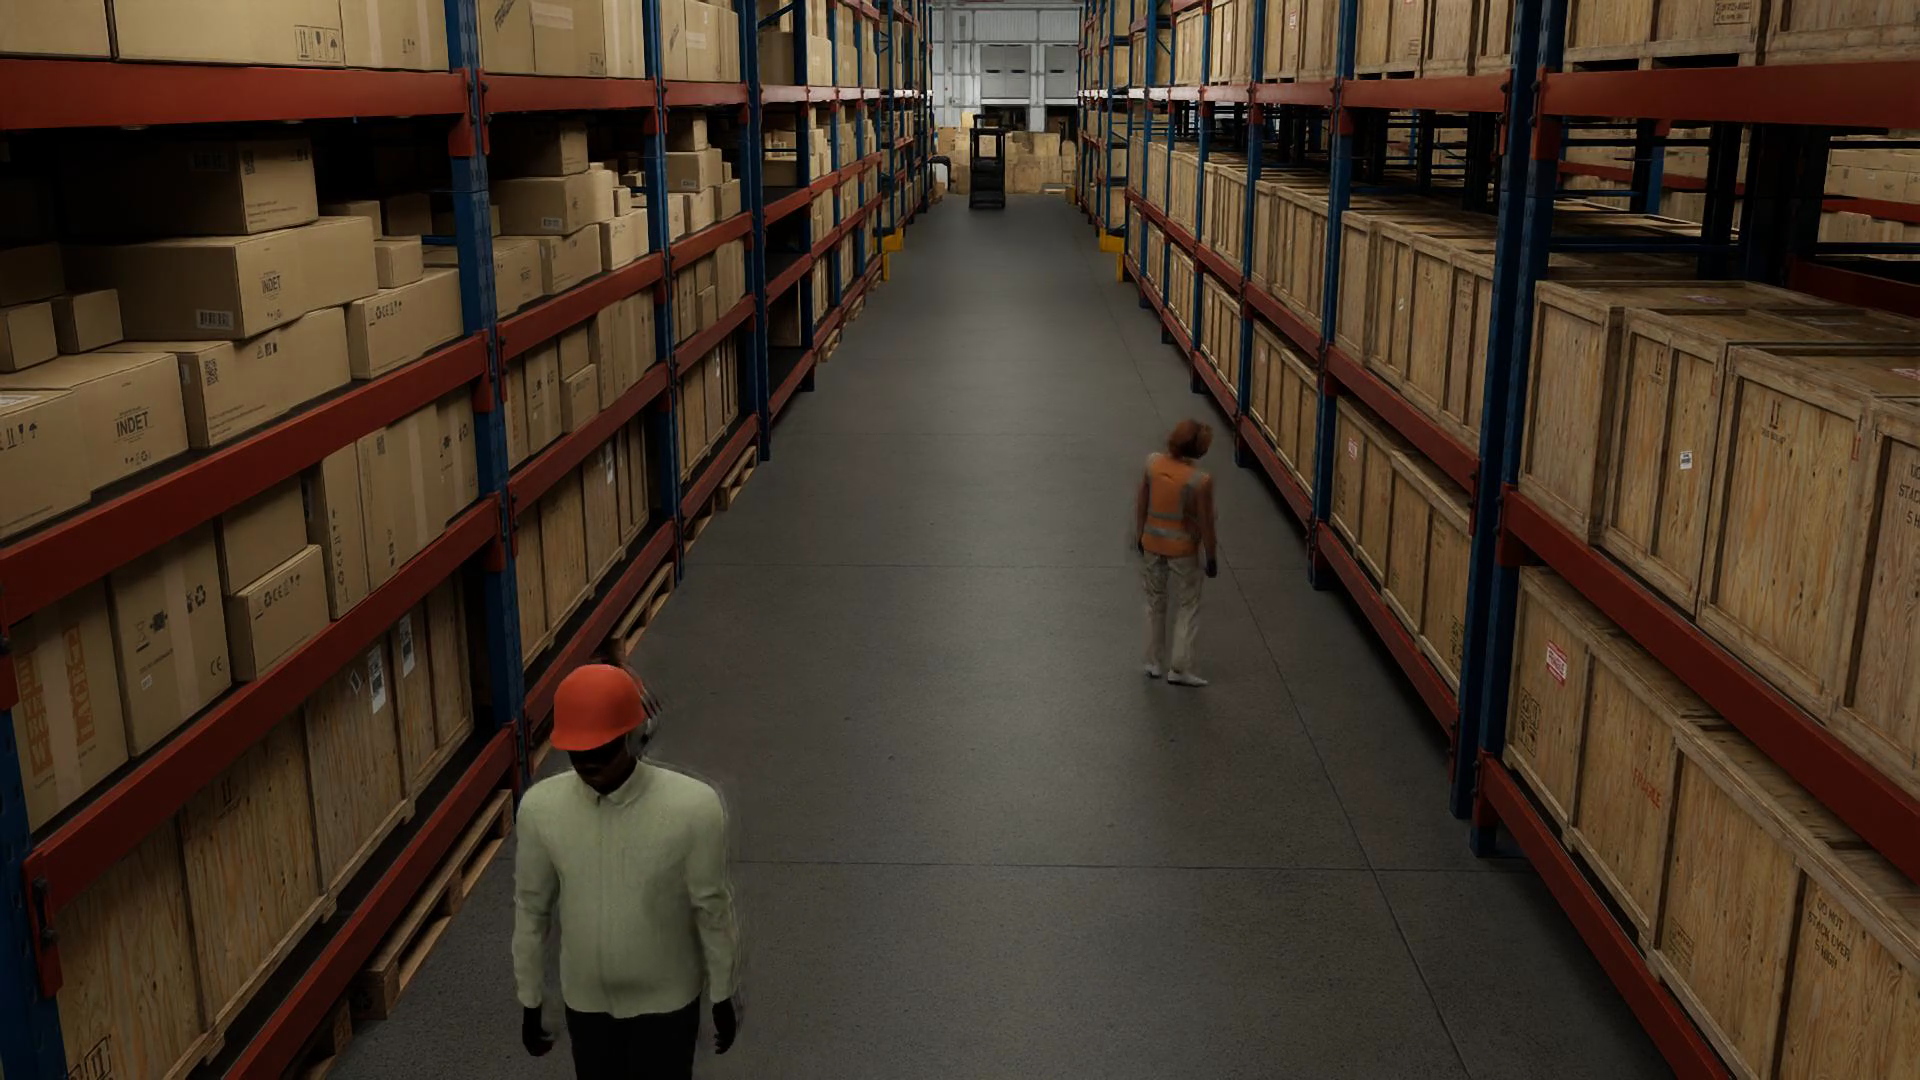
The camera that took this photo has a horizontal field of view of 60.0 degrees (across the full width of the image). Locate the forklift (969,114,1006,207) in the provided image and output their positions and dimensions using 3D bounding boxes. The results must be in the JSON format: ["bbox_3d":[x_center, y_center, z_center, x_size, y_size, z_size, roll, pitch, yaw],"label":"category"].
[{"bbox_3d":[0.869,-11.902,52.076,1.129,2.768,1.873,0,15,2],"label":"forklift"}]

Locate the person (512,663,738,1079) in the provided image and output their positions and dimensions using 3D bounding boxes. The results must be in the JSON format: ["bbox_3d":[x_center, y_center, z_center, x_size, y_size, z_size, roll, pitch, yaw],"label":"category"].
[{"bbox_3d":[-0.958,1.285,4.723,0.638,1.974,0.443,2,15,9],"label":"person"}]

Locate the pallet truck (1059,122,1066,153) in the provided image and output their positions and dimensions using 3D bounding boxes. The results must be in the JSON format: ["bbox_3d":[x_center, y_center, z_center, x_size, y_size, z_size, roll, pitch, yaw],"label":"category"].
[{"bbox_3d":[5.788,-21.111,88.014,1.885,1.965,0.823,5,16,18],"label":"pallet truck"}]

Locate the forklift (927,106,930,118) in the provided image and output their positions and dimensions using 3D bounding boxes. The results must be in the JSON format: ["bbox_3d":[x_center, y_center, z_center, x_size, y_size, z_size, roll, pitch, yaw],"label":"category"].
[{"bbox_3d":[-1.918,-21.452,87.608,1.129,2.768,1.873,0,15,2],"label":"forklift"}]

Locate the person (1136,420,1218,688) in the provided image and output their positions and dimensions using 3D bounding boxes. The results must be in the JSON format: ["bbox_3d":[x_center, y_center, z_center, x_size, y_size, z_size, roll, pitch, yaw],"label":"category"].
[{"bbox_3d":[1.270,0.078,9.914,0.582,1.620,0.349,13,20,40],"label":"person"}]

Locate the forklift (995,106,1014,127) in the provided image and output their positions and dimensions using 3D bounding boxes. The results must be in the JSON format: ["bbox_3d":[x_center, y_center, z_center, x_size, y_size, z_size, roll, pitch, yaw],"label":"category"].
[{"bbox_3d":[2.219,-20.332,83.441,1.129,2.768,1.873,-7,17,-25],"label":"forklift"}]

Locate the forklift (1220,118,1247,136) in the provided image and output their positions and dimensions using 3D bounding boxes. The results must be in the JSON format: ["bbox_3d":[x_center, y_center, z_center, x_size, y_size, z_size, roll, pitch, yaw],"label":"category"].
[{"bbox_3d":[7.323,-9.766,44.129,1.129,2.768,1.873,11,19,36],"label":"forklift"}]
